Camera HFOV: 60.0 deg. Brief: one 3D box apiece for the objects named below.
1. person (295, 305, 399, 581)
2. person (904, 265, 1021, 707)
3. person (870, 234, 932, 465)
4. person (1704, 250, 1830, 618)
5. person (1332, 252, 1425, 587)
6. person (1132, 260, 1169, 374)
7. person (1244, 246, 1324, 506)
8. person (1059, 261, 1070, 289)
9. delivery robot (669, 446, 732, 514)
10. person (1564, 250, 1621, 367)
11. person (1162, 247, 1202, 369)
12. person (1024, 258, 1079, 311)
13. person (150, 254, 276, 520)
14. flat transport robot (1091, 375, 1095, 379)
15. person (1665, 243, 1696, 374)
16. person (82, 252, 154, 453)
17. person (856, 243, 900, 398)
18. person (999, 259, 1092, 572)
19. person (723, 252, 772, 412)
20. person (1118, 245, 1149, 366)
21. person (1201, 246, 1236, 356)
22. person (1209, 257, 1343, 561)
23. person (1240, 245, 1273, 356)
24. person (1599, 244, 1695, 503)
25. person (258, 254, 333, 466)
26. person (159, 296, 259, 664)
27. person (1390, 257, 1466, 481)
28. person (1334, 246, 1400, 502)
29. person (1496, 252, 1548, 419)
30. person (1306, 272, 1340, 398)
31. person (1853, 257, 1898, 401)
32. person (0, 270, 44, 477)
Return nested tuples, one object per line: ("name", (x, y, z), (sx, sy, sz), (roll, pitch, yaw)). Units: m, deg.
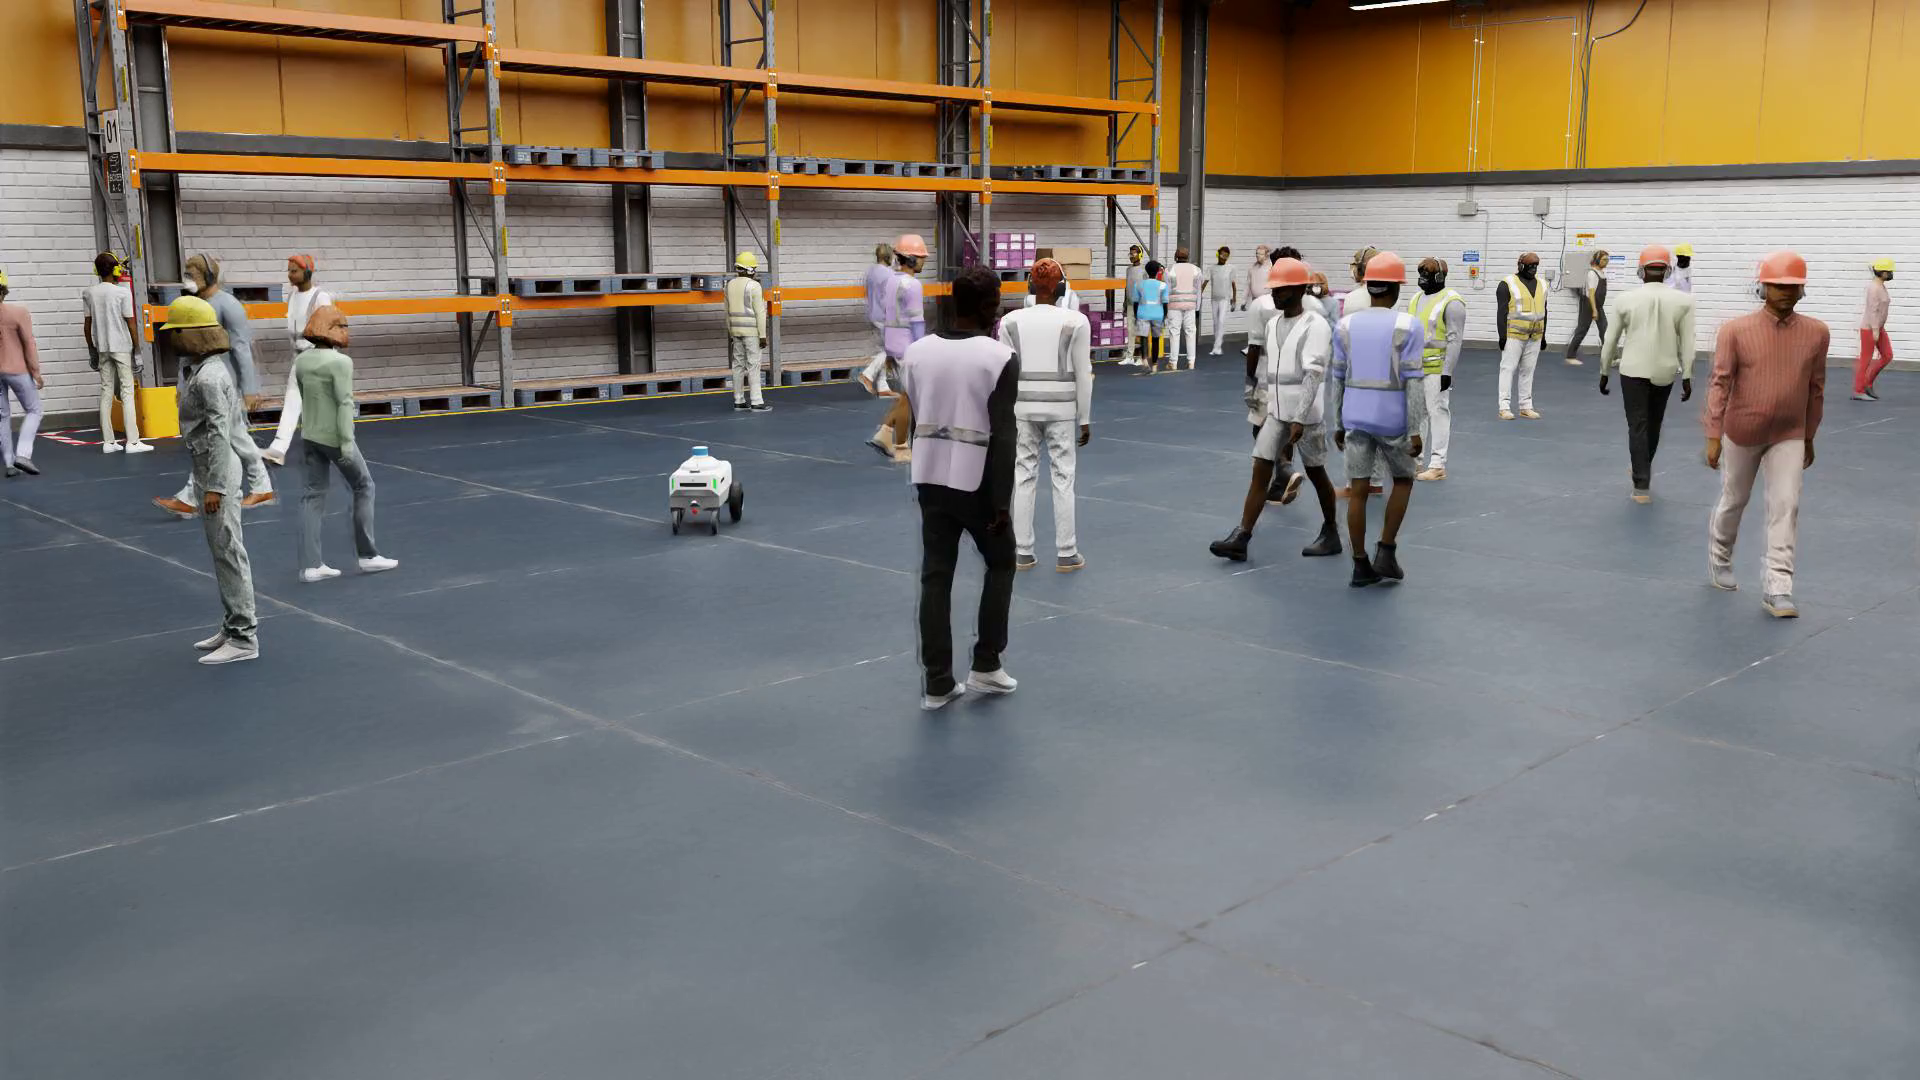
("person", (-3.653, -0.578, 9.847), (0.520, 1.607, 0.675), (7, 12, 32))
("person", (0.031, -0.234, 7.222), (0.609, 1.892, 0.640), (6, 12, 29))
("person", (-0.458, -1.661, 14.633), (0.439, 2.029, 0.609), (-4, 11, -20))
("person", (4.403, -0.613, 9.154), (0.638, 1.955, 1.018), (1, 10, 8))
("person", (2.432, -0.690, 9.619), (0.569, 1.924, 0.496), (7, 13, 34))
("person", (2.780, -3.244, 24.264), (0.538, 1.669, 0.763), (1, 10, 5))
("person", (2.397, -1.187, 12.261), (0.611, 1.946, 0.630), (-3, 11, -18))
("person", (1.466, -3.330, 24.815), (0.500, 1.633, 0.281), (9, 14, 42))
("delivery robot", (-1.799, -0.407, 11.561), (0.477, 0.478, 0.707), (0, 10, 0))
("person", (9.806, -3.557, 25.622), (0.988, 1.791, 0.532), (10, 14, 44))
("person", (3.340, -3.499, 25.170), (0.624, 1.845, 0.430), (-2, 11, -10))
("person", (0.926, -1.954, 16.858), (0.593, 1.804, 0.807), (2, 11, 12))
("person", (-5.436, -1.110, 12.027), (0.656, 1.880, 1.029), (8, 13, 37))
("flat transport robot", (1.189, -2.251, 22.647), (0.652, 0.197, 1.431), (7, 13, 35))
("person", (10.473, -3.358, 24.213), (0.608, 1.907, 0.439), (-7, 13, -35))
("person", (-7.866, -1.738, 15.495), (0.531, 1.867, 0.317), (1, 10, 7))
("person", (-1.012, -2.692, 20.534), (0.526, 1.926, 0.637), (-5, 12, -27))
("person", (0.513, -0.744, 10.036), (0.575, 1.881, 0.356), (3, 11, 17))
("person", (-2.435, -2.388, 19.133), (0.586, 1.833, 0.404), (8, 13, 37))
("person", (2.729, -3.649, 25.905), (0.327, 1.874, 0.520), (-9, 14, -42))
("person", (4.281, -3.999, 27.921), (0.613, 1.822, 0.889), (6, 12, 28))
("person", (2.027, -0.797, 10.321), (0.995, 1.884, 0.547), (-7, 13, -34))
("person", (4.944, -3.955, 27.620), (0.986, 1.845, 0.685), (-7, 12, -32))
("person", (5.299, -1.303, 12.902), (0.649, 1.939, 1.004), (2, 11, 9))
("person", (-5.785, -1.555, 14.555), (0.606, 1.841, 0.923), (7, 12, 32))
("person", (-3.571, -0.284, 7.906), (0.319, 1.741, 0.493), (-5, 12, -25))
("person", (3.878, -1.415, 13.807), (0.429, 1.844, 0.627), (-5, 11, -25))
("person", (3.087, -1.260, 12.692), (0.373, 1.940, 0.630), (10, 14, 42))
("person", (6.221, -2.251, 18.372), (0.626, 1.842, 0.429), (-3, 11, -17))
("person", (3.905, -2.111, 18.220), (0.502, 1.617, 0.493), (2, 11, 10))
("person", (11.195, -2.567, 20.330), (0.524, 1.755, 0.400), (-10, 14, -42))
("person", (-7.942, -1.385, 13.859), (0.565, 1.761, 0.396), (-1, 10, -5))
